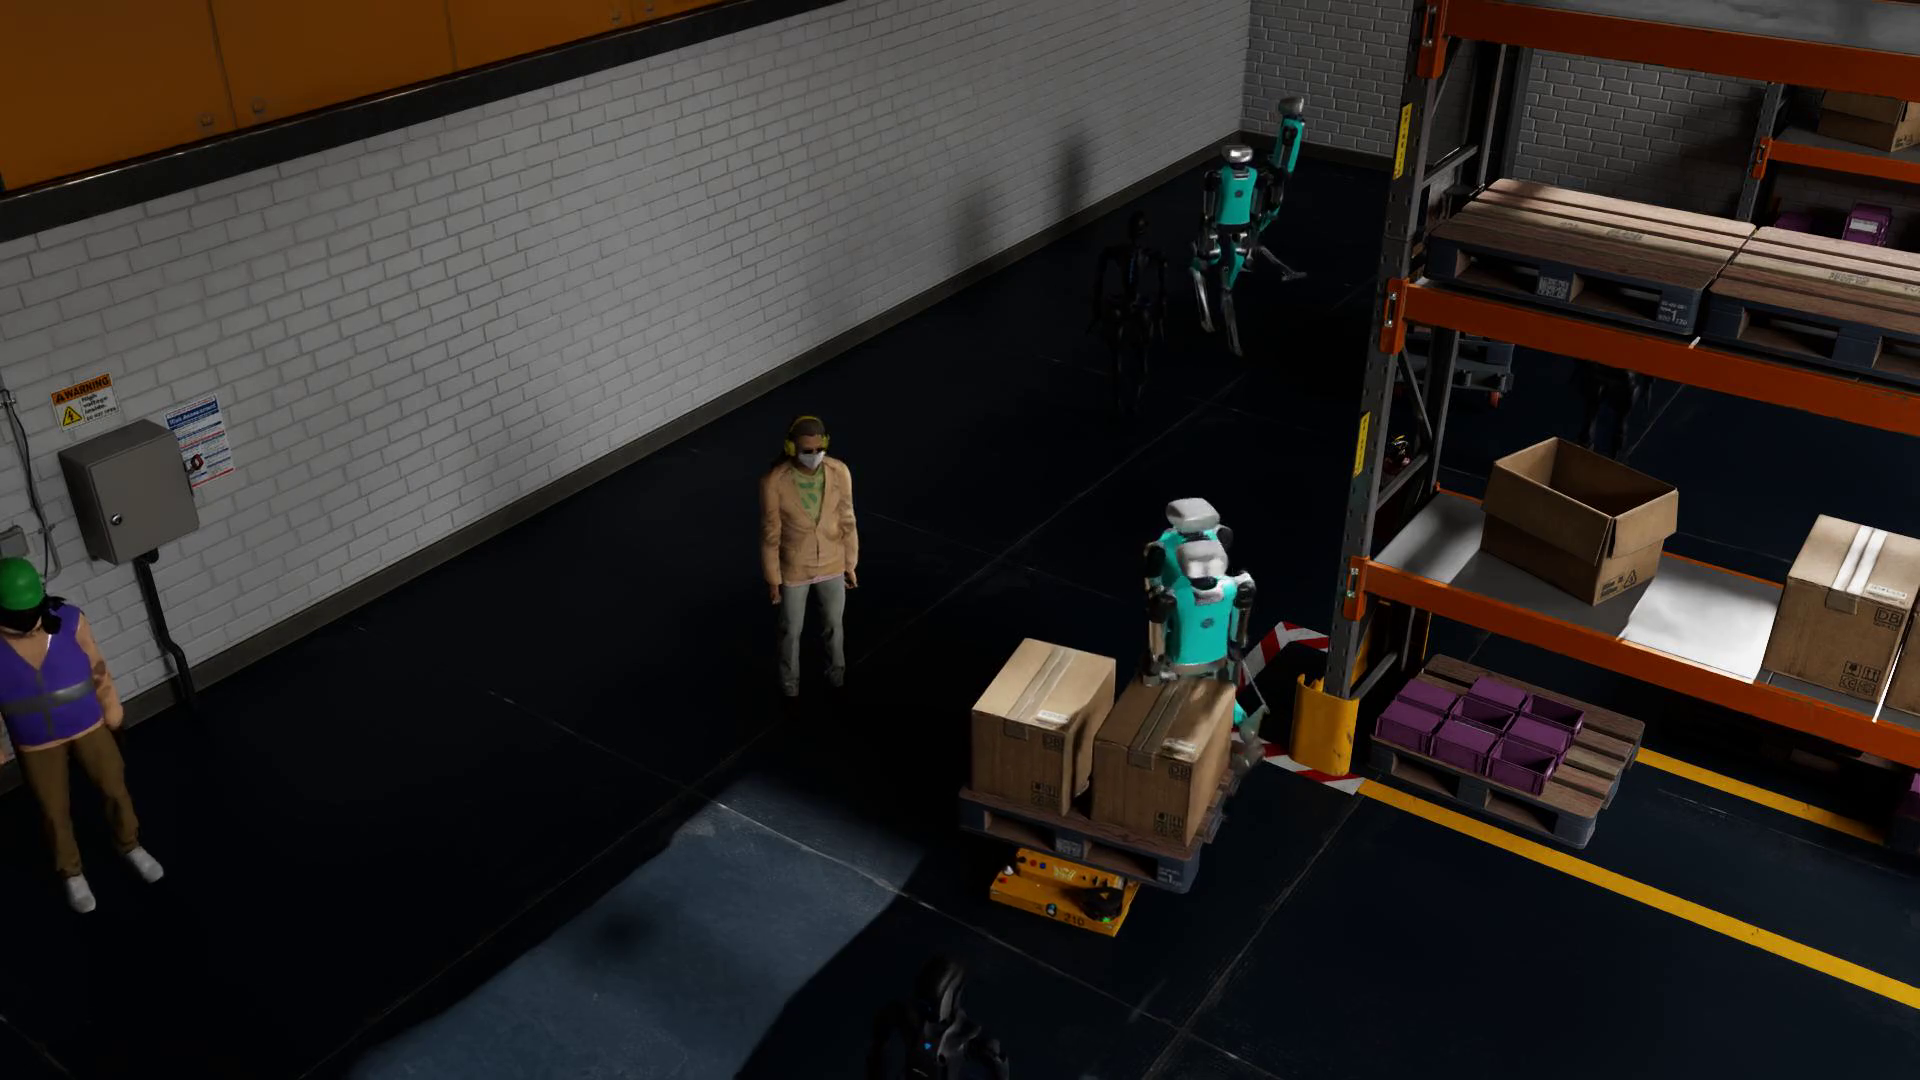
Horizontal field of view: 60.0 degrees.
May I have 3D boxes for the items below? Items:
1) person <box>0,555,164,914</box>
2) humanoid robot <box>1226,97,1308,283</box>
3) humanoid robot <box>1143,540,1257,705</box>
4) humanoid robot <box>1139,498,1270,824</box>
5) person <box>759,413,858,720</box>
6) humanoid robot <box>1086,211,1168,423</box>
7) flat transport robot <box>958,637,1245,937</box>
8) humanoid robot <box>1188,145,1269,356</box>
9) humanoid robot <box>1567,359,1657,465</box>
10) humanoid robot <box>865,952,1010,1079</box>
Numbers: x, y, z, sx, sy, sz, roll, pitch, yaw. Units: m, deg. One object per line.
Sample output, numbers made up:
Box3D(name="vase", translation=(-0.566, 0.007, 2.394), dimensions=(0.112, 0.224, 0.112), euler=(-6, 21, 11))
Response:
Box3D(name="person", translation=(-4.282, 0.905, 7.817), dimensions=(0.653, 1.920, 0.443), euler=(-20, 35, -30))
Box3D(name="humanoid robot", translation=(2.711, -3.121, 14.976), dimensions=(1.007, 1.736, 0.549), euler=(8, 31, 13))
Box3D(name="humanoid robot", translation=(1.080, 0.647, 8.478), dimensions=(0.560, 1.767, 0.939), euler=(-8, 31, -13))
Box3D(name="humanoid robot", translation=(1.254, 0.697, 8.370), dimensions=(0.536, 1.769, 0.836), euler=(-16, 34, -26))
Box3D(name="person", translation=(-0.835, 0.135, 9.214), dimensions=(0.552, 1.869, 0.389), euler=(-12, 32, -19))
Box3D(name="humanoid robot", translation=(1.245, -1.659, 12.514), dimensions=(0.598, 1.644, 0.377), euler=(6, 30, 10))
Box3D(name="flat transport robot", translation=(0.727, 1.435, 8.550), dimensions=(0.659, 0.231, 1.431), euler=(13, 32, 21))
Box3D(name="humanoid robot", translation=(2.168, -2.461, 13.862), dimensions=(0.538, 1.798, 0.835), euler=(-6, 30, -10))
Box3D(name="humanoid robot", translation=(4.592, -1.168, 11.680), dimensions=(0.602, 1.632, 0.723), euler=(22, 37, 33))
Box3D(name="humanoid robot", translation=(-0.073, 2.101, 5.975), dimensions=(0.601, 1.647, 0.398), euler=(13, 32, 21))
